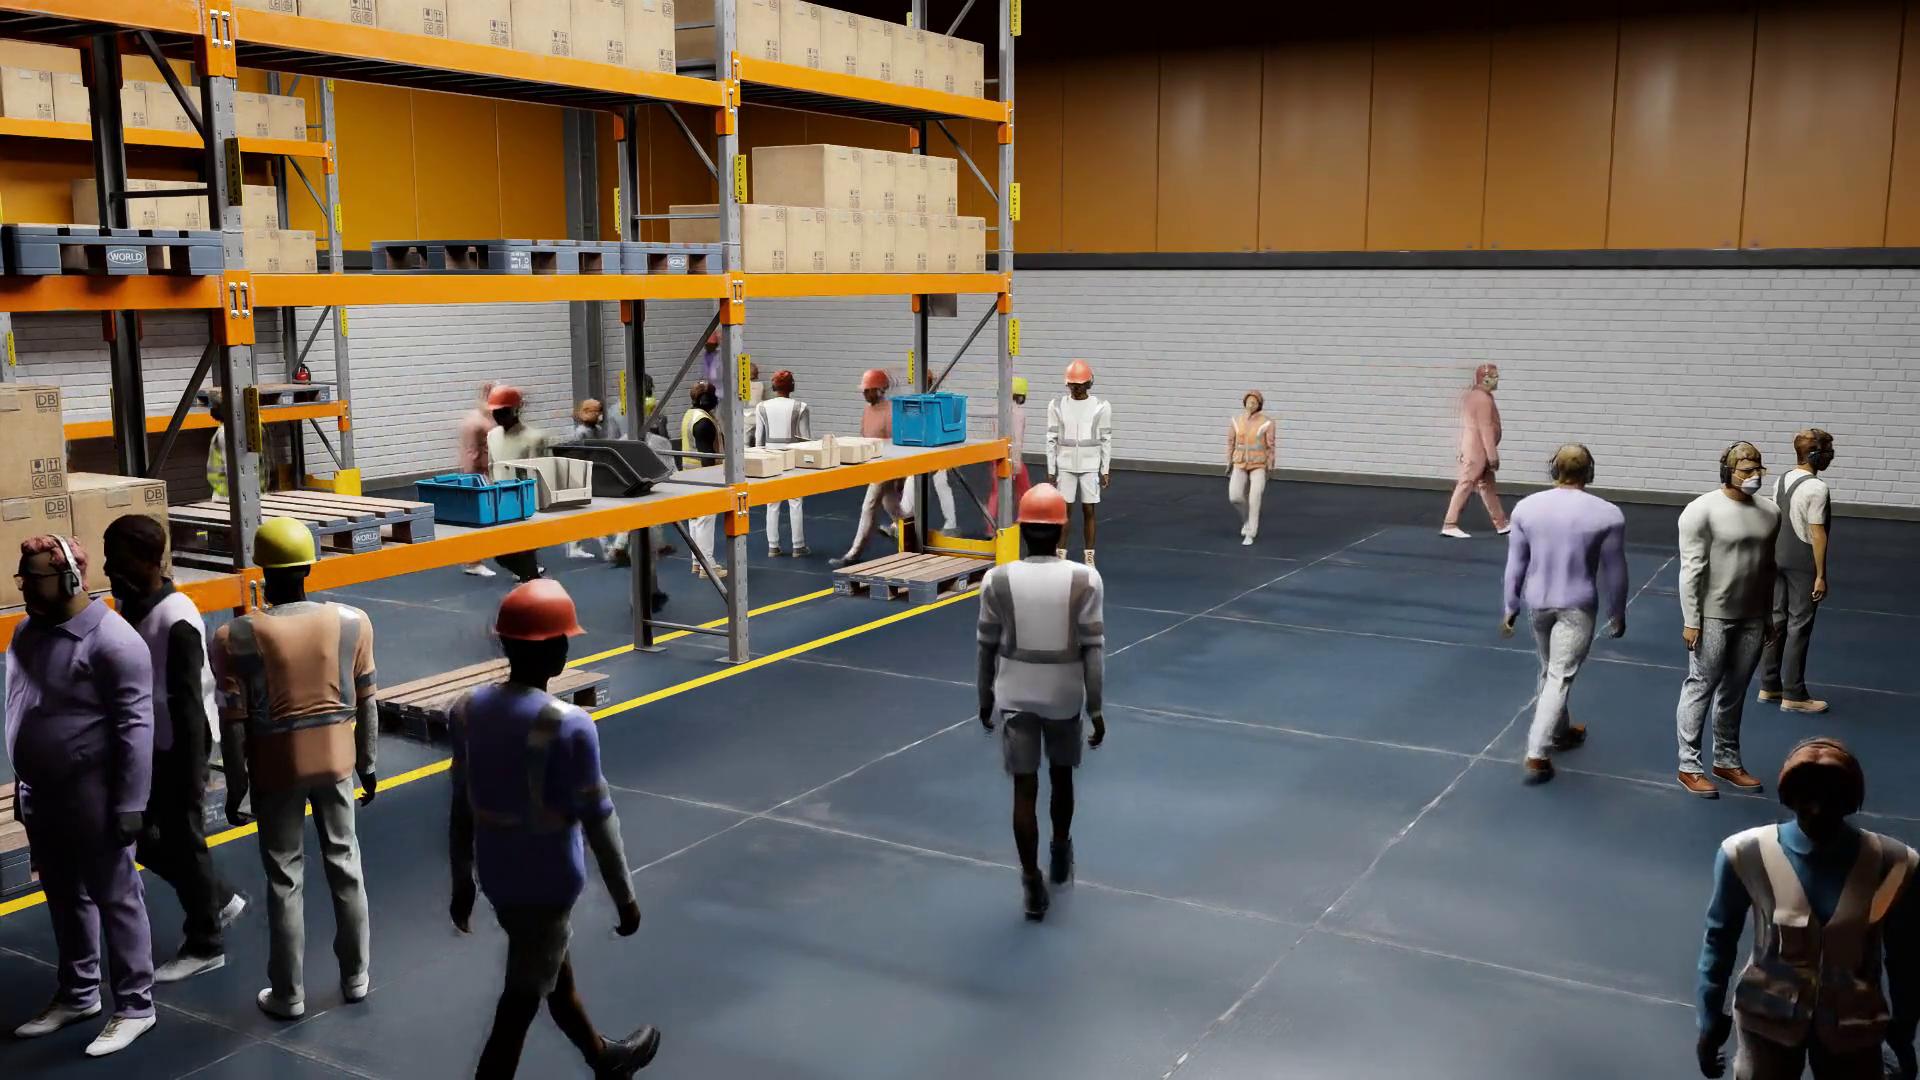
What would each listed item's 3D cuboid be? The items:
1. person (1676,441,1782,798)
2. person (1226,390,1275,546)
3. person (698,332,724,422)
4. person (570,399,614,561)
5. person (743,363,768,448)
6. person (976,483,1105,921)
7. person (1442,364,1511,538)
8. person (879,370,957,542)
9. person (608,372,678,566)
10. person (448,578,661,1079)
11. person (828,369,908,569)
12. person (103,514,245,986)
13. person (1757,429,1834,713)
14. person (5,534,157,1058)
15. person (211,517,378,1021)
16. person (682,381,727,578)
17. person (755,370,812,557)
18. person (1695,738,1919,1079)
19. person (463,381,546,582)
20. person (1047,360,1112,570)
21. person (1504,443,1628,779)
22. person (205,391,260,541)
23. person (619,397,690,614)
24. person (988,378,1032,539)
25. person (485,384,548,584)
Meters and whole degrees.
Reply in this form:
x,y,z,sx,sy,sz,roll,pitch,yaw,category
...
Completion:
x,y,z,sx,sy,sz,roll,pitch,yaw,category
4.195,0.427,9.075,0.632,1.940,0.372,-3,10,-20,person
3.060,-0.766,17.462,0.537,1.624,0.455,5,10,30,person
-3.775,-2.254,25.682,0.654,1.978,1.079,5,10,29,person
-3.573,-0.590,16.452,0.758,1.599,0.519,2,9,11,person
-2.838,-1.586,22.593,0.518,1.639,0.337,-6,11,-32,person
0.366,0.686,7.562,0.575,1.900,0.902,1,9,4,person
5.647,-0.938,17.818,0.966,1.870,0.666,1,9,7,person
-0.394,-0.879,17.567,0.994,1.823,0.592,-8,12,-43,person
-3.141,-0.709,16.320,0.646,1.898,1.010,6,11,32,person
-1.300,1.055,5.320,0.573,1.879,1.001,6,11,33,person
-0.782,-0.673,15.971,1.045,1.938,0.625,-4,10,-23,person
-3.164,0.828,6.646,0.643,1.909,0.422,9,13,43,person
5.456,0.195,10.814,0.325,1.843,0.517,-1,9,-6,person
-3.245,0.923,6.078,0.651,1.906,0.409,4,10,25,person
-2.519,0.867,6.355,0.588,1.930,0.358,-7,11,-37,person
-2.376,-0.567,15.578,0.429,1.846,0.626,-3,10,-21,person
-1.754,-0.762,16.668,0.577,1.884,0.353,2,9,10,person
2.237,1.327,4.407,0.550,1.624,0.405,4,10,22,person
-4.248,-0.542,15.400,0.957,1.849,0.634,2,9,13,person
1.120,-0.679,15.691,0.609,2.030,0.409,1,9,9,person
3.458,0.385,9.524,0.647,1.885,1.052,8,12,42,person
-6.528,-0.464,15.079,0.934,1.804,0.625,-1,9,-4,person
-2.549,-0.289,13.965,0.616,1.806,0.721,7,11,36,person
0.622,-0.872,17.810,0.823,1.717,0.556,-6,11,-32,person
-3.526,-0.281,13.392,0.647,1.970,0.602,5,10,29,person
